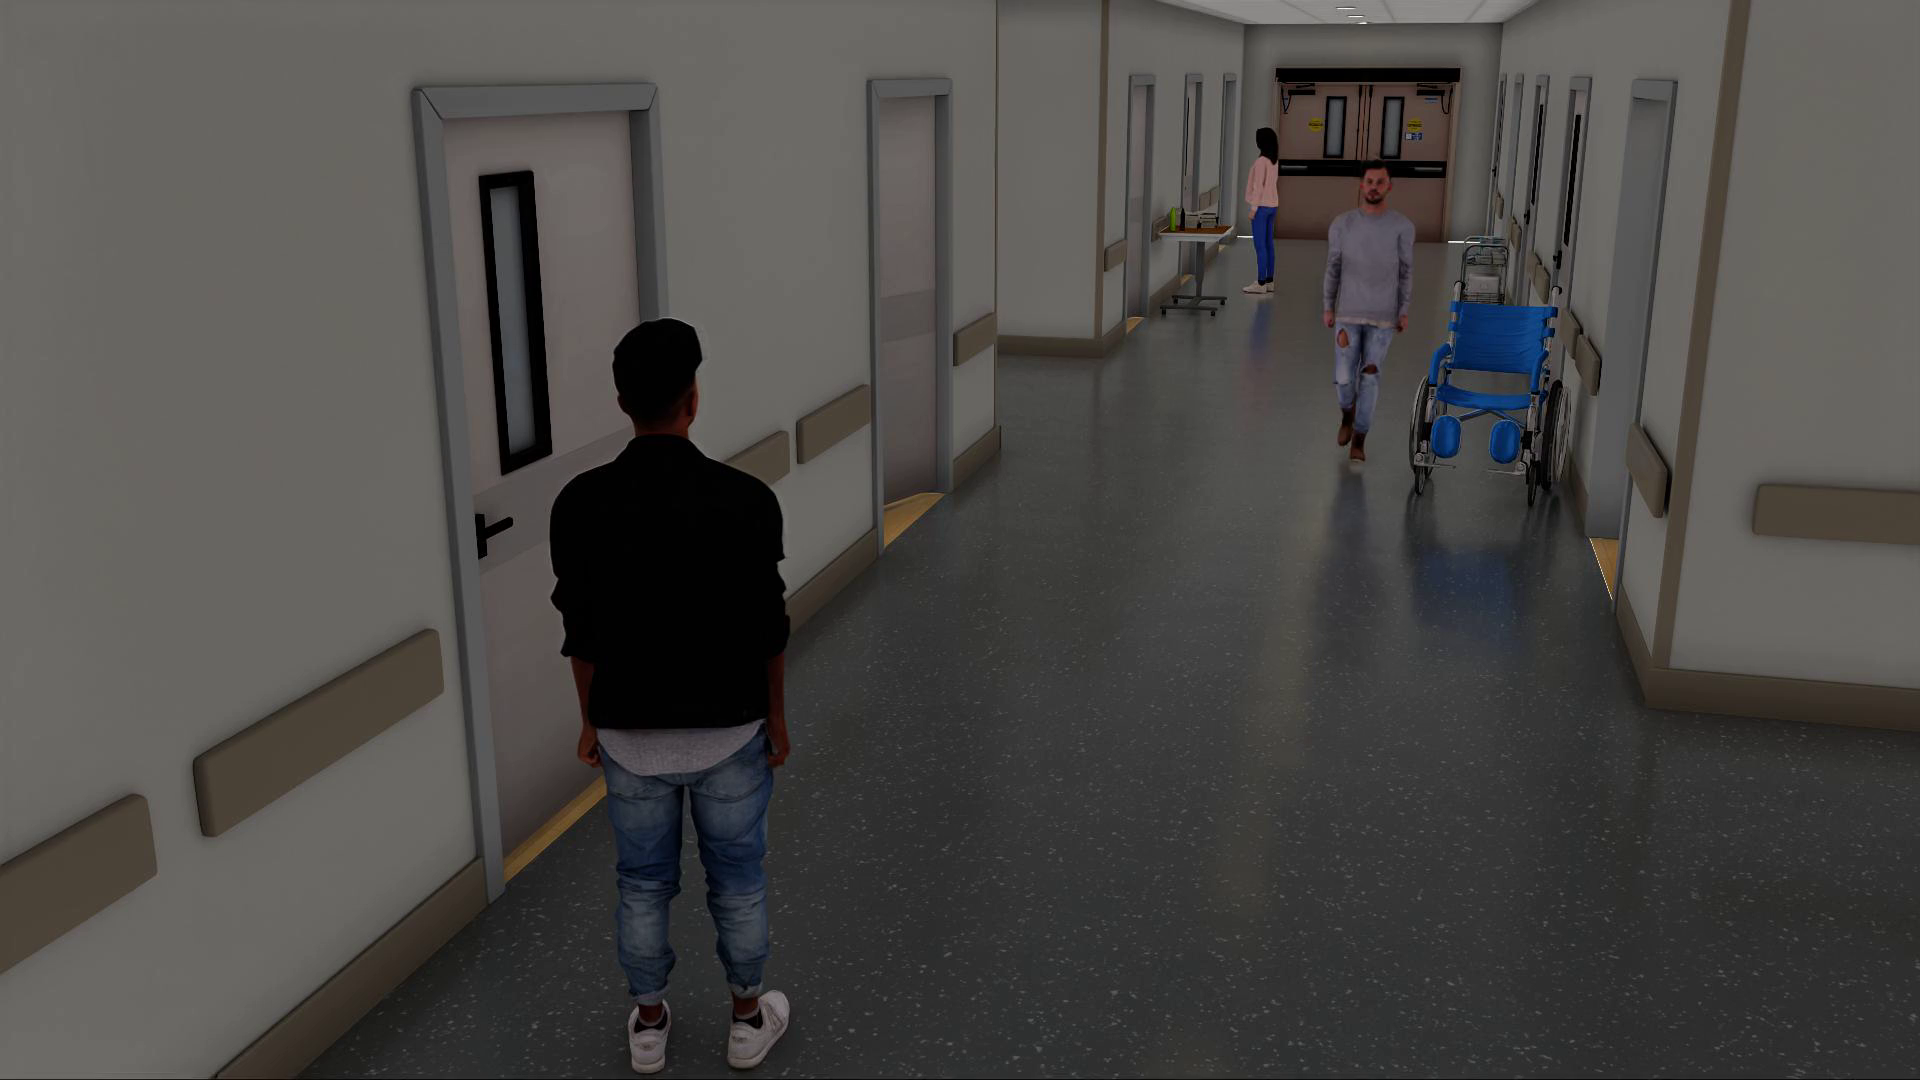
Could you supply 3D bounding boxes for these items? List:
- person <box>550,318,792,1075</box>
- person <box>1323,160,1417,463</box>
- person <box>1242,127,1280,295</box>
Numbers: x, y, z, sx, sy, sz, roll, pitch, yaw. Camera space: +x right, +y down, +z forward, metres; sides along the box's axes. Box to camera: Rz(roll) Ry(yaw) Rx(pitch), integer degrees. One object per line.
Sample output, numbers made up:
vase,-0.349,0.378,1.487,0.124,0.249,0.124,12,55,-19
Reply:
person,-0.660,0.391,3.897,0.747,1.815,0.686,0,16,1
person,2.523,-1.419,10.292,0.689,1.829,0.716,5,16,16
person,3.305,-3.585,18.088,0.775,1.768,0.625,12,20,36
